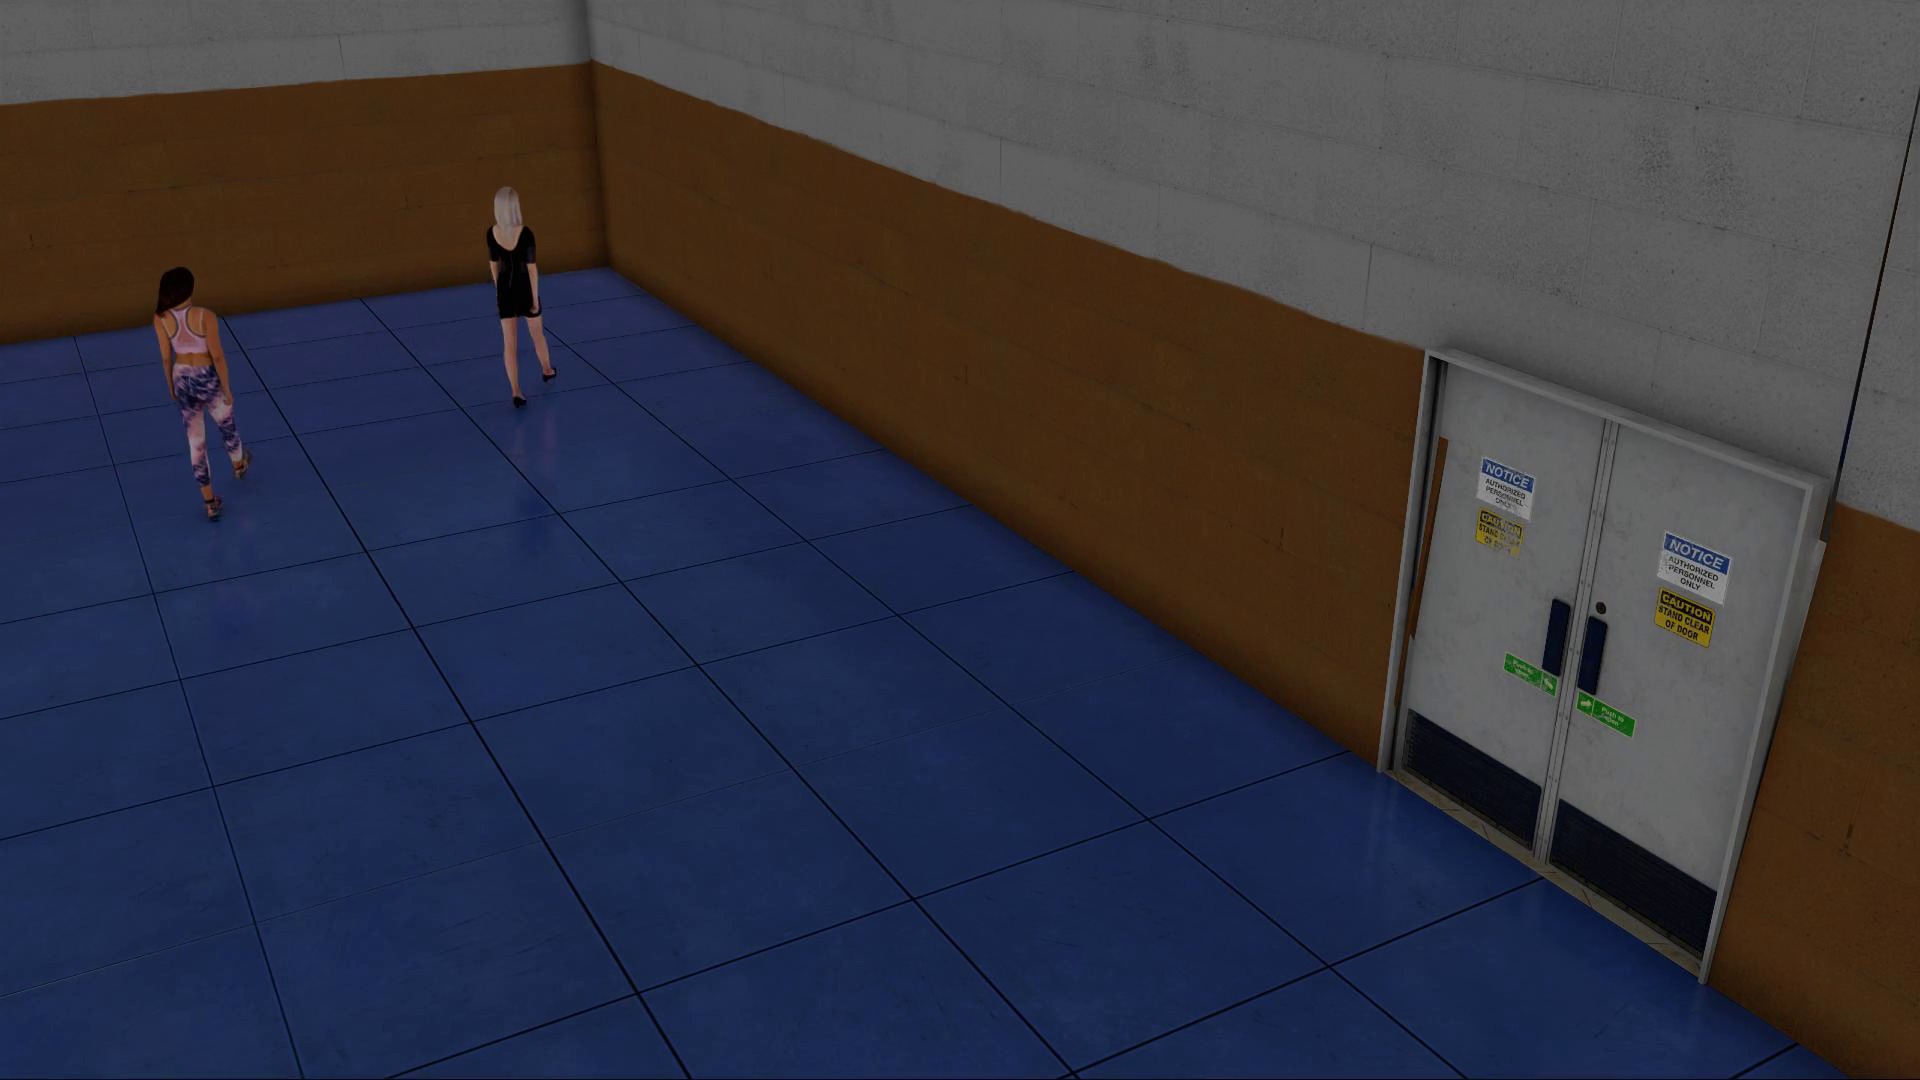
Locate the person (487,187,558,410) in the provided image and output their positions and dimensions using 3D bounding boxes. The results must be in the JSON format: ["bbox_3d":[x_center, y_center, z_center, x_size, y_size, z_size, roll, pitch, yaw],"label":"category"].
[{"bbox_3d":[-3.688,-1.961,13.723,1.094,1.794,1.038,1,24,2],"label":"person"}]

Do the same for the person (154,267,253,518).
[{"bbox_3d":[-5.325,-1.000,11.615,1.136,1.723,0.906,-5,24,-11],"label":"person"}]
